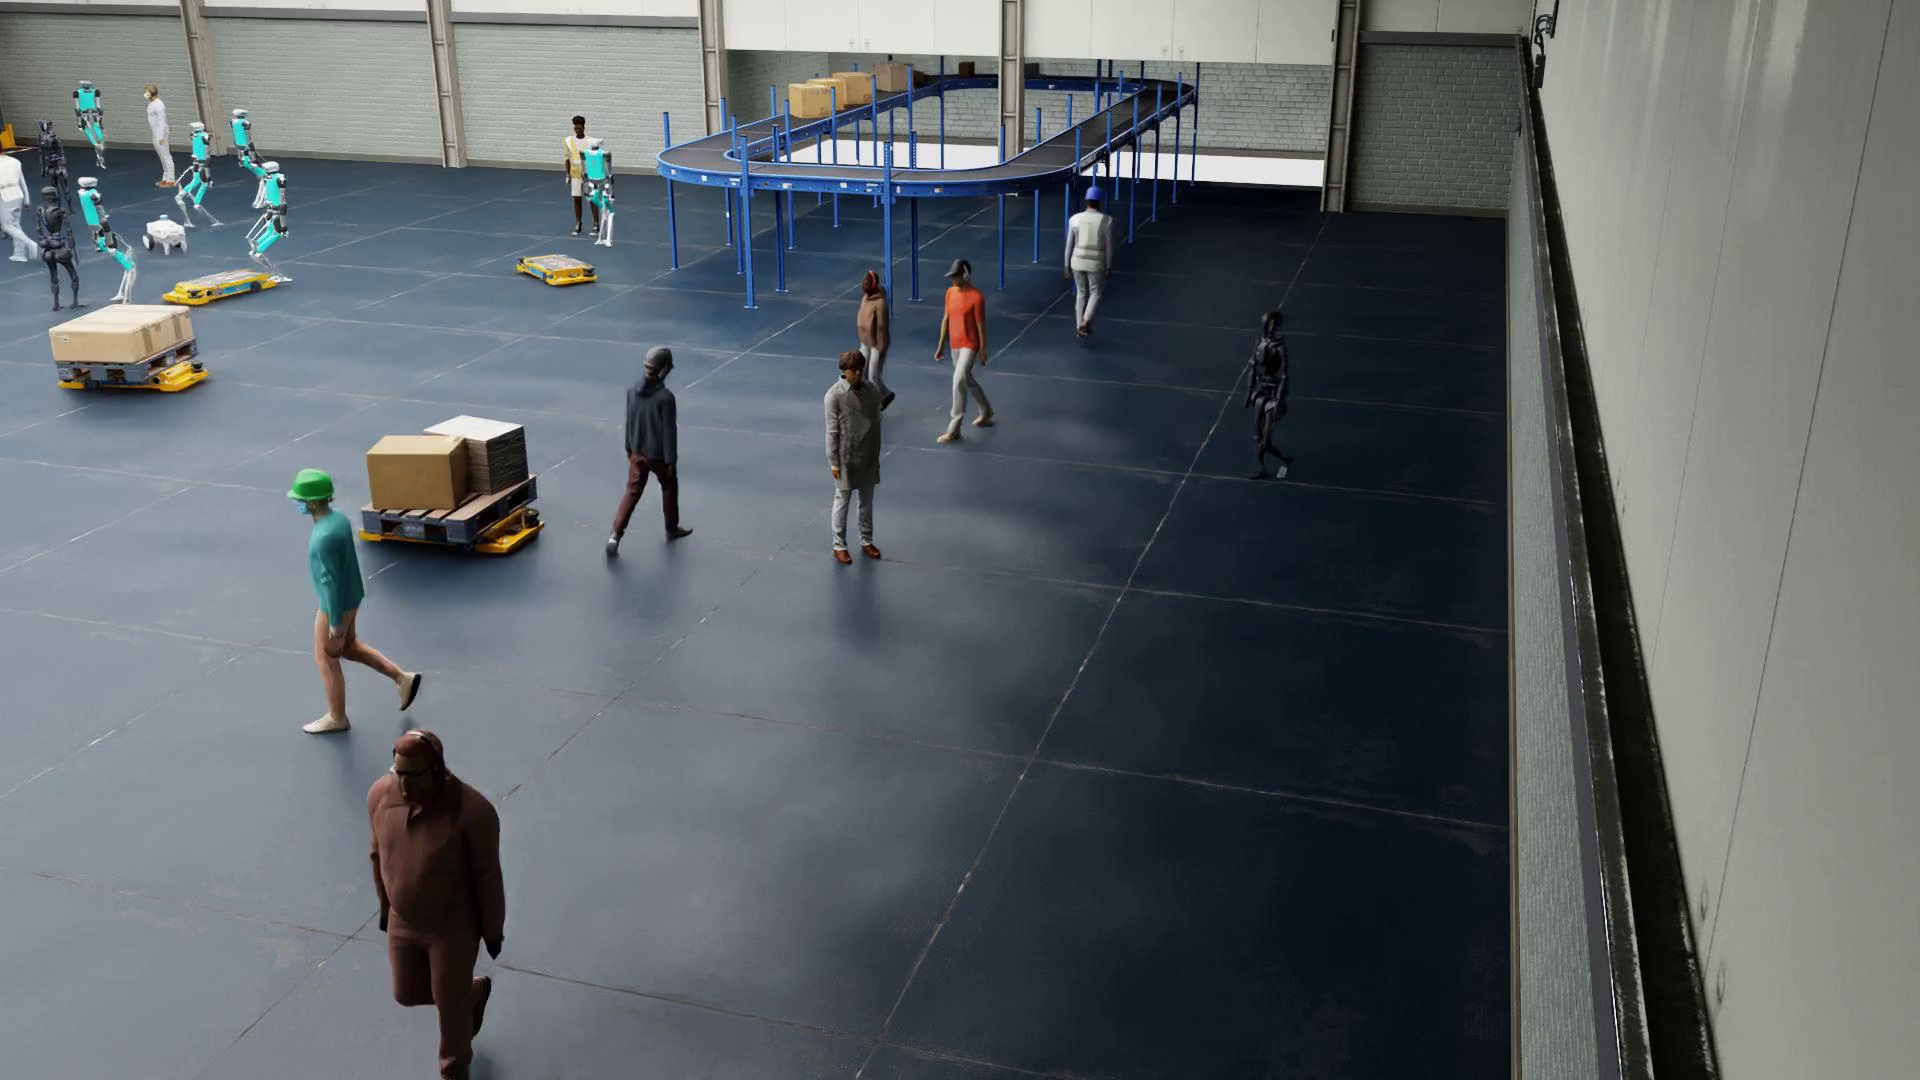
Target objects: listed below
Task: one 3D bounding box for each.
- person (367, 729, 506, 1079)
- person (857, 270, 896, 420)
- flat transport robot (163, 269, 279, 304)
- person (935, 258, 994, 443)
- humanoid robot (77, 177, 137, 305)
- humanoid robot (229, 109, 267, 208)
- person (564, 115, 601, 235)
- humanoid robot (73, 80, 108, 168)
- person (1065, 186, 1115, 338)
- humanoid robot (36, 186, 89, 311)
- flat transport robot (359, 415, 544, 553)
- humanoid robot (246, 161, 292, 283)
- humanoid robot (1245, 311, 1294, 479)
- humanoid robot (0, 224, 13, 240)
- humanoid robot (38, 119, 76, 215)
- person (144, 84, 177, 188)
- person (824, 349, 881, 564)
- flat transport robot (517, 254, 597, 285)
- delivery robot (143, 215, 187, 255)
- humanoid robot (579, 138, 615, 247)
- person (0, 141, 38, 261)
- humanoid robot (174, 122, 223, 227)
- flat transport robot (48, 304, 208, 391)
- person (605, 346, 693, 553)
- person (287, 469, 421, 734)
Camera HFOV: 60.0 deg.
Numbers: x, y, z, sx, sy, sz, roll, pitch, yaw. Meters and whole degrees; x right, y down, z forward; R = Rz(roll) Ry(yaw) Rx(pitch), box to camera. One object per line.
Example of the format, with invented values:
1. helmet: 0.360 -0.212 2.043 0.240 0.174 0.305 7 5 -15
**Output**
1. person: -2.353 1.683 7.559 0.658 1.884 0.617 7 22 18
2. person: -0.890 -2.046 17.579 0.433 1.638 0.467 -14 25 -33
3. flat transport robot: -10.410 -3.571 23.439 0.659 0.231 1.431 11 24 26
4. person: 0.078 -1.995 17.141 0.928 1.873 0.468 -18 28 -39
5. humanoid robot: -11.536 -4.062 22.741 0.544 1.837 0.704 17 27 37
6. humanoid robot: -12.643 -6.836 29.879 0.535 1.812 0.674 16 26 35
7. person: -6.212 -6.010 27.427 0.606 1.958 0.367 4 21 9
8. humanoid robot: -17.850 -8.539 34.389 0.799 1.840 0.562 19 28 40
9. person: 1.608 -3.448 20.834 0.632 1.913 0.670 9 23 23
10. humanoid robot: -12.159 -3.928 22.406 0.609 1.651 0.353 6 22 16
11. flat transport robot: -4.432 -0.135 14.527 1.431 0.231 0.659 6 22 14
12. humanoid robot: -9.867 -4.484 23.580 0.533 1.677 0.735 19 28 41
13. humanoid robot: 2.967 -1.378 15.793 0.443 1.642 0.590 -10 23 -25
14. humanoid robot: -15.659 -5.704 27.008 0.609 1.645 0.345 5 22 13
15. humanoid robot: -15.865 -6.540 29.163 0.599 1.657 0.315 8 23 20
16. person: -15.433 -7.787 32.057 0.373 1.940 0.630 -14 25 -33
17. person: -0.877 -0.696 13.835 0.498 1.825 0.370 -14 25 -32
18. flat transport robot: -5.956 -3.992 24.531 0.659 0.231 1.431 -15 25 -33
19. delivery robot: -12.564 -4.838 26.322 0.793 0.590 0.499 20 28 41
20. humanoid robot: -5.675 -5.552 26.542 0.590 1.773 0.871 5 22 12
21. person: -14.411 -5.160 25.311 0.664 1.884 0.614 9 23 22
22. humanoid robot: -12.955 -6.100 28.005 0.568 1.786 0.884 18 27 38
23. flat transport robot: -9.491 -1.892 19.084 1.431 0.231 0.659 2 21 5
24. person: -2.650 -0.745 14.045 0.572 1.769 0.852 10 23 23
25. person: -4.039 0.393 10.958 0.691 1.849 0.535 -2 21 -6
